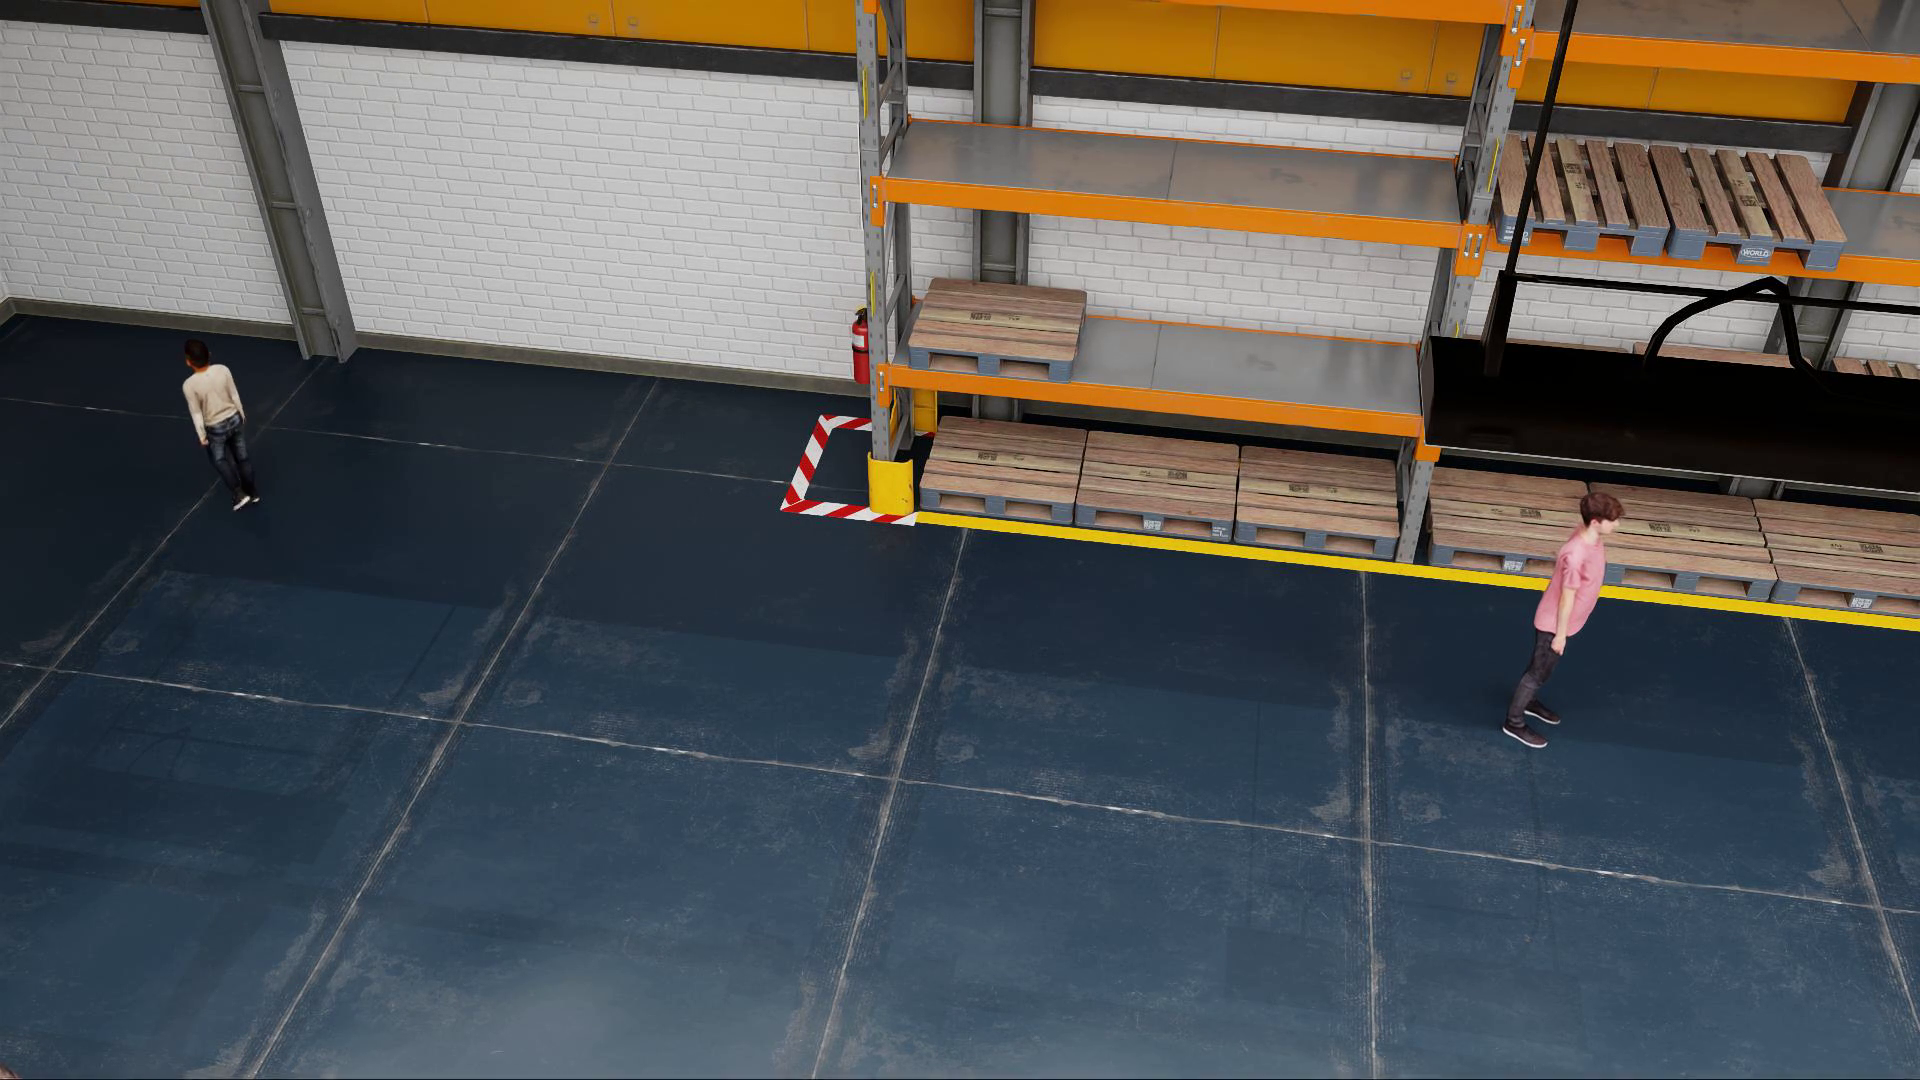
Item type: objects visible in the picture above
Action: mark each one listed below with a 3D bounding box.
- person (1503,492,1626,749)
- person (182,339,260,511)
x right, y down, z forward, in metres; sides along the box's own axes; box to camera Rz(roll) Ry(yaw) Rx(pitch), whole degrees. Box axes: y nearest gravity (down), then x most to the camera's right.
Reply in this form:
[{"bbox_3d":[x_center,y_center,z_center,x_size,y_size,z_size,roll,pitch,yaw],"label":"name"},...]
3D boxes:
[{"bbox_3d":[3.792,0.471,10.522,0.659,1.956,0.674,20,43,23],"label":"person"},{"bbox_3d":[-5.537,-0.840,12.568,0.772,1.452,0.705,30,48,32],"label":"person"}]
